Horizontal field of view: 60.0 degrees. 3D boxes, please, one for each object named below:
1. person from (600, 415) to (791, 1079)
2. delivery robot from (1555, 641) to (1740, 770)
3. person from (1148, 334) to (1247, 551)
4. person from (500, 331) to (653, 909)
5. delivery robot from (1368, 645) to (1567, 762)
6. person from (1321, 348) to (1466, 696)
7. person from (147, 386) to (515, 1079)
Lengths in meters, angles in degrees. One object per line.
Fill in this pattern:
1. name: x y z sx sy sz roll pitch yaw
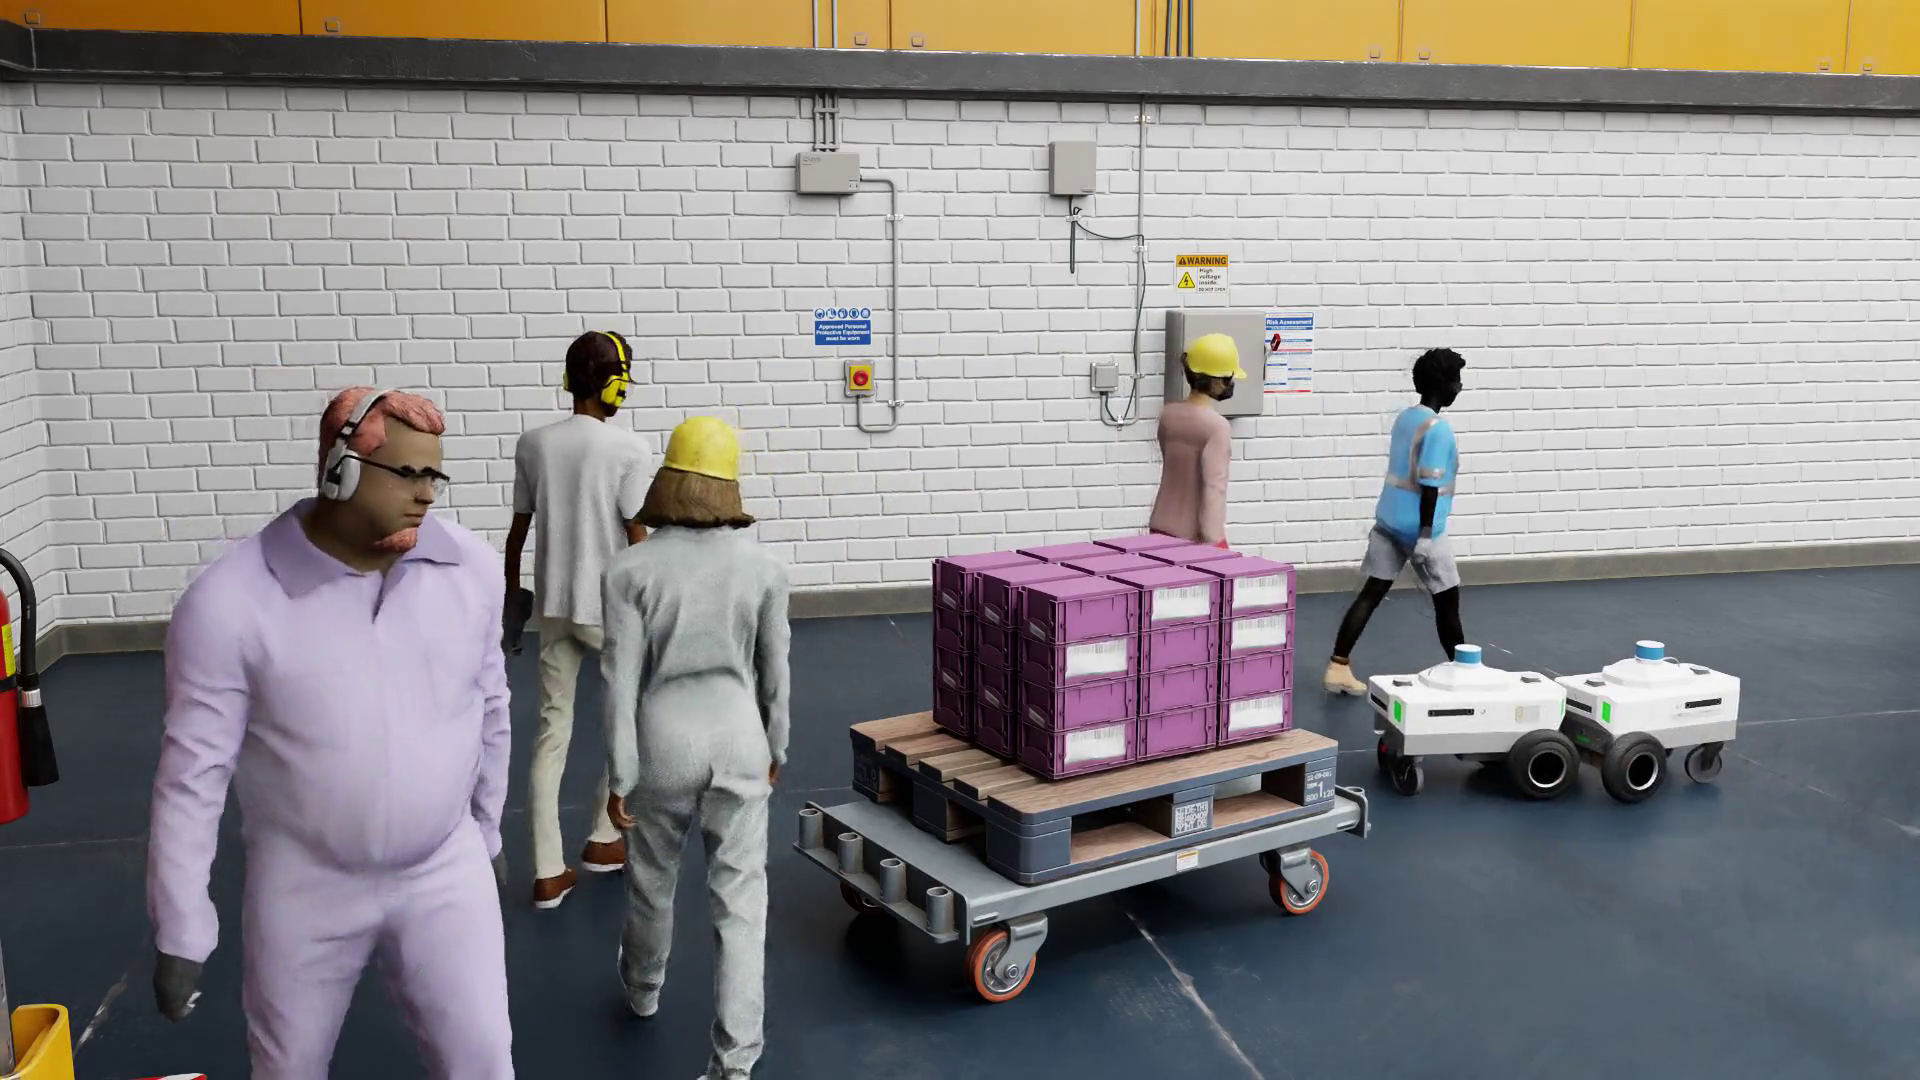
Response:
1. person: -0.674 0.534 4.229 0.500 1.683 0.917 -4 11 -22
2. delivery robot: 2.701 0.640 6.541 0.707 0.478 0.477 -4 11 -20
3. person: 1.042 -0.021 7.201 0.616 1.734 0.501 -9 13 -40
4. person: -1.224 0.246 5.420 0.690 1.835 0.661 3 11 17
5. delivery robot: 1.965 0.652 6.479 0.707 0.478 0.477 -1 10 -5
6. person: 2.094 -0.067 7.686 0.899 1.647 0.544 -2 10 -11
7. person: -1.125 0.654 3.122 0.719 1.856 0.843 -8 13 -36
